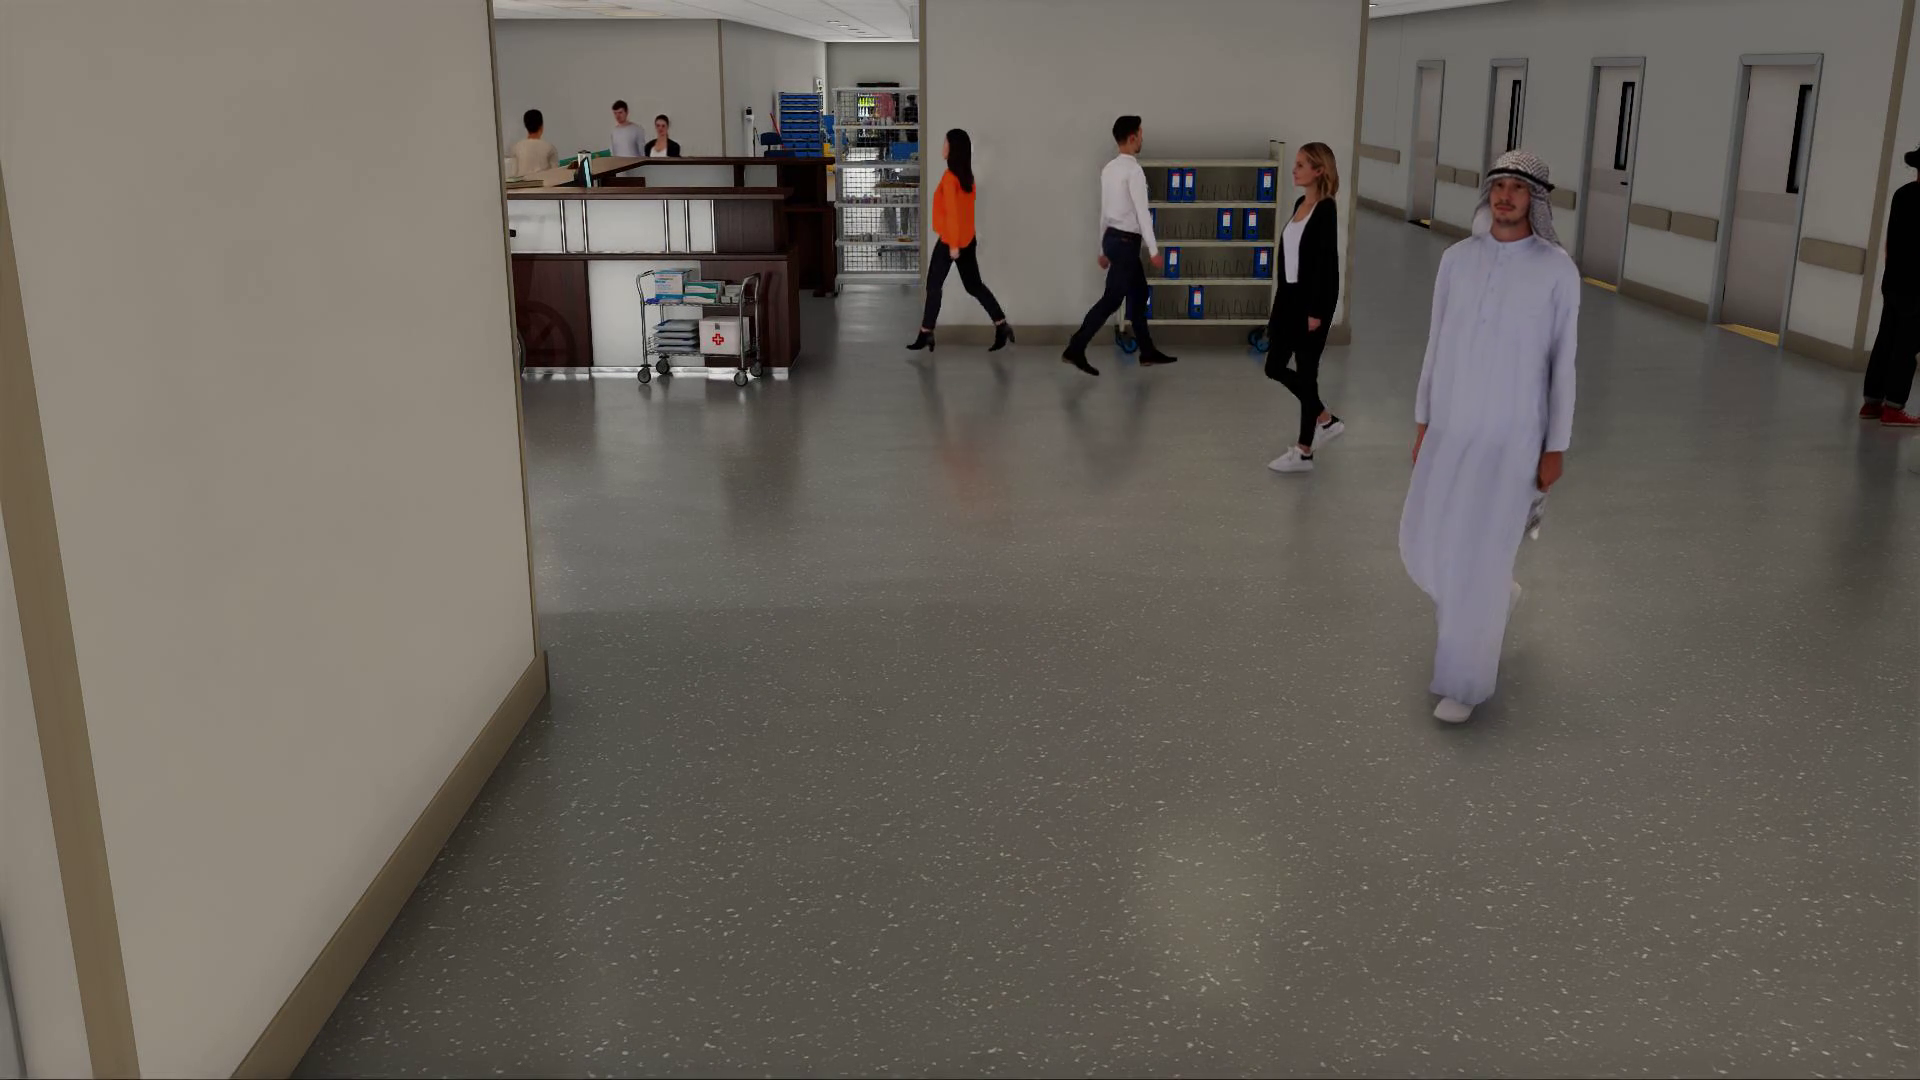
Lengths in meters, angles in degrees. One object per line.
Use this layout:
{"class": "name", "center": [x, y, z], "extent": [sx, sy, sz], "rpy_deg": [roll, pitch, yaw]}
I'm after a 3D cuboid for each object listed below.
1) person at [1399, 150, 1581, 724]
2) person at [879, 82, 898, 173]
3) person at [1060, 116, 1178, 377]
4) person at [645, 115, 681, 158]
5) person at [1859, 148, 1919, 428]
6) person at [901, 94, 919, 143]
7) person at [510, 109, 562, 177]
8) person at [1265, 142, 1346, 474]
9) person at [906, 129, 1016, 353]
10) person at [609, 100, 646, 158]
{"class": "person", "center": [1.844, -0.356, 5.716], "extent": [1.044, 1.906, 1.086], "rpy_deg": [13, 21, 39]}
{"class": "person", "center": [-1.661, -9.125, 36.769], "extent": [0.662, 1.934, 0.885], "rpy_deg": [7, 17, 22]}
{"class": "person", "center": [1.097, -2.091, 12.001], "extent": [1.308, 1.835, 0.920], "rpy_deg": [-5, 17, -19]}
{"class": "person", "center": [-3.450, -4.140, 19.576], "extent": [0.719, 1.667, 0.772], "rpy_deg": [4, 16, 14]}
{"class": "person", "center": [5.942, -1.602, 10.412], "extent": [0.523, 1.756, 0.628], "rpy_deg": [0, 16, -2]}
{"class": "person", "center": [-1.049, -9.092, 37.165], "extent": [0.679, 1.655, 0.821], "rpy_deg": [-4, 16, -13]}
{"class": "person", "center": [-4.144, -3.239, 16.182], "extent": [1.032, 1.776, 0.853], "rpy_deg": [2, 16, 9]}
{"class": "person", "center": [1.974, -1.249, 9.093], "extent": [0.793, 1.792, 0.715], "rpy_deg": [-4, 16, -14]}
{"class": "person", "center": [0.068, -2.261, 12.839], "extent": [1.196, 1.708, 0.906], "rpy_deg": [6, 17, 21]}
{"class": "person", "center": [-3.957, -4.409, 20.238], "extent": [0.796, 1.826, 0.854], "rpy_deg": [4, 16, 14]}
